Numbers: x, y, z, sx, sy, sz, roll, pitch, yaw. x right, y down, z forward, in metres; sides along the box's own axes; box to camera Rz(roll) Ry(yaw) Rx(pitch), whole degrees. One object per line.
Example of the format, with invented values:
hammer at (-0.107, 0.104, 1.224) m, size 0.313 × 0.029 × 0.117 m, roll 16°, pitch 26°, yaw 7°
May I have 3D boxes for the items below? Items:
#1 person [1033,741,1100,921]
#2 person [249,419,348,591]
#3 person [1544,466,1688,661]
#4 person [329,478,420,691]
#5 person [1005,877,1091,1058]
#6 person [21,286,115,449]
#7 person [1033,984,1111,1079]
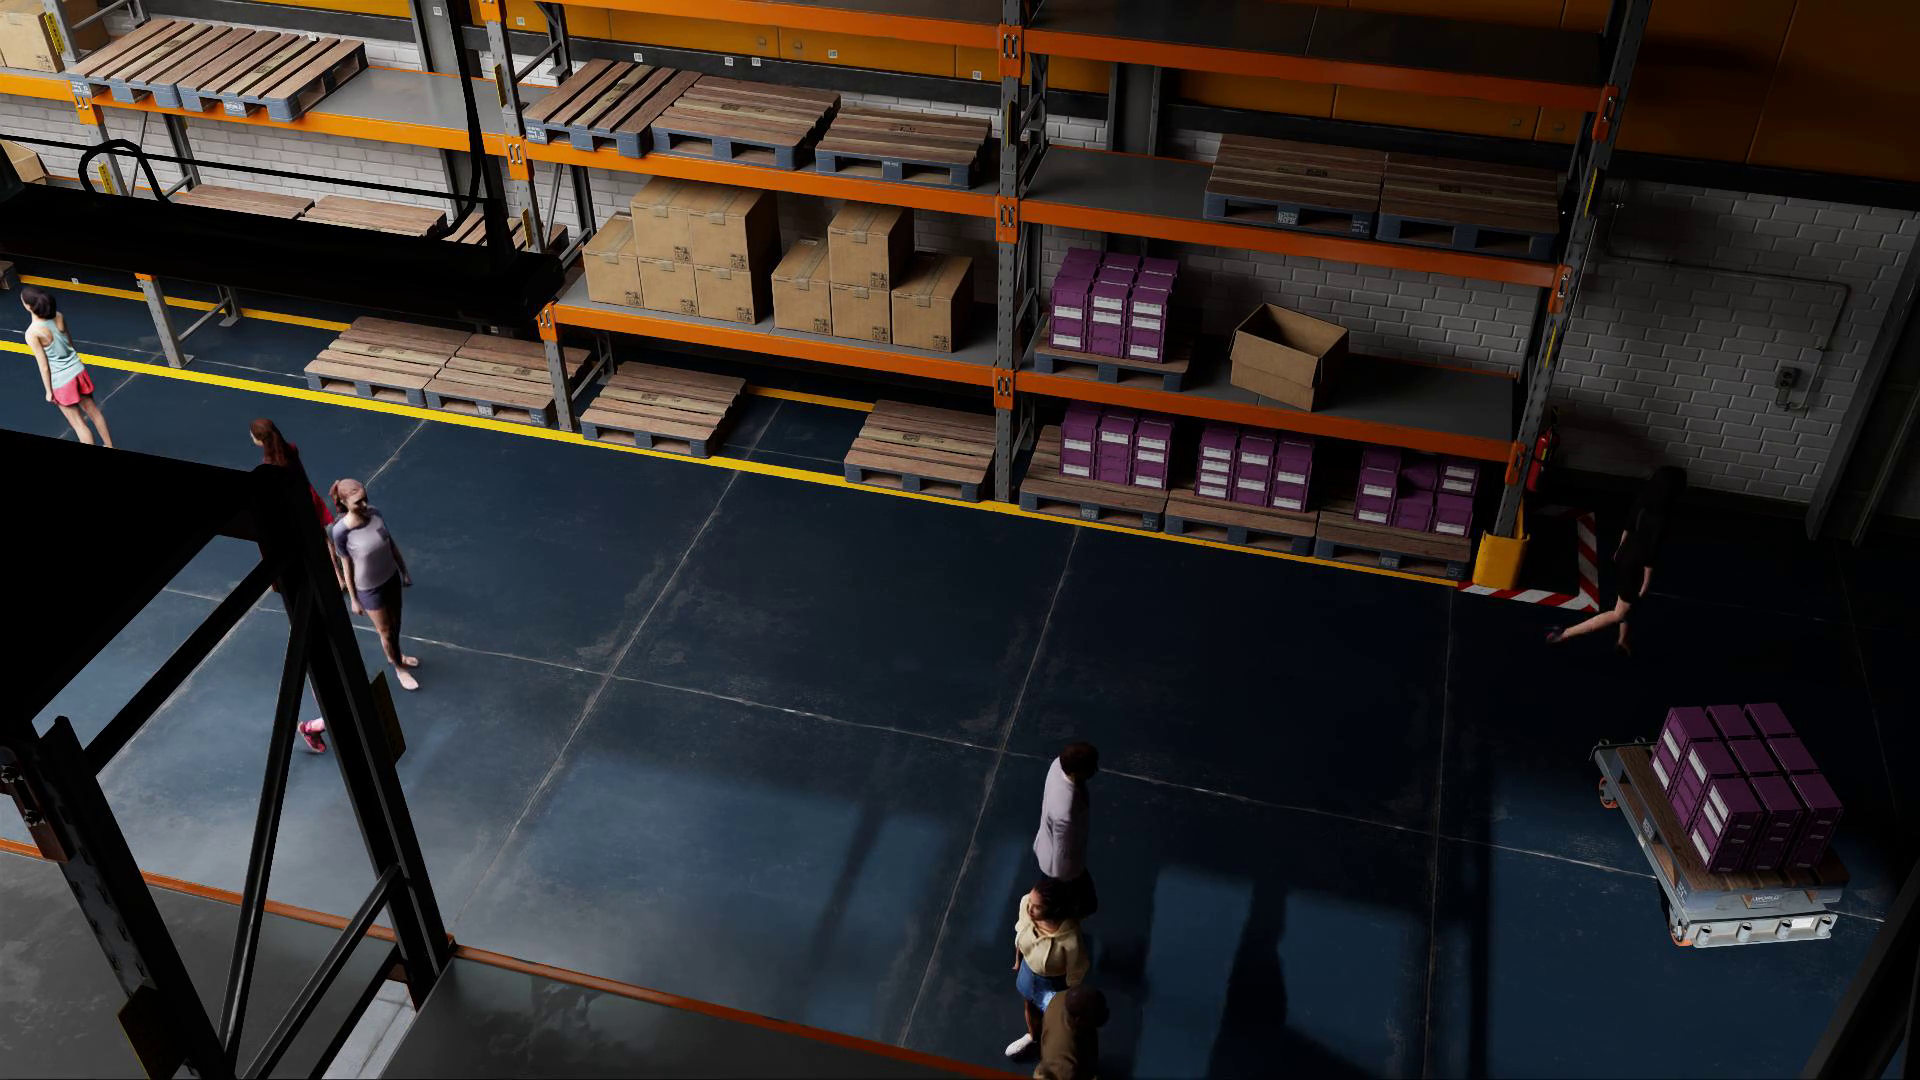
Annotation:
person at (0.531, 1.856, 9.812) m, size 0.757 × 1.827 × 0.841 m, roll -4°, pitch 39°, yaw -5°
person at (-5.013, -0.240, 12.691) m, size 1.092 × 1.510 × 0.773 m, roll 24°, pitch 44°, yaw 27°
person at (4.726, 0.220, 11.900) m, size 1.078 × 1.779 × 0.767 m, roll 1°, pitch 39°, yaw 1°
person at (-4.185, 0.285, 11.839) m, size 0.755 × 1.754 × 0.708 m, roll 21°, pitch 43°, yaw 24°
person at (0.488, 2.427, 9.255) m, size 0.781 × 1.630 × 0.675 m, roll -28°, pitch 46°, yaw -31°
person at (-7.444, -1.337, 13.860) m, size 0.576 × 1.765 × 0.583 m, roll 11°, pitch 40°, yaw 13°
person at (0.472, 2.862, 8.572) m, size 0.896 × 1.804 × 0.838 m, roll 3°, pitch 39°, yaw 4°
